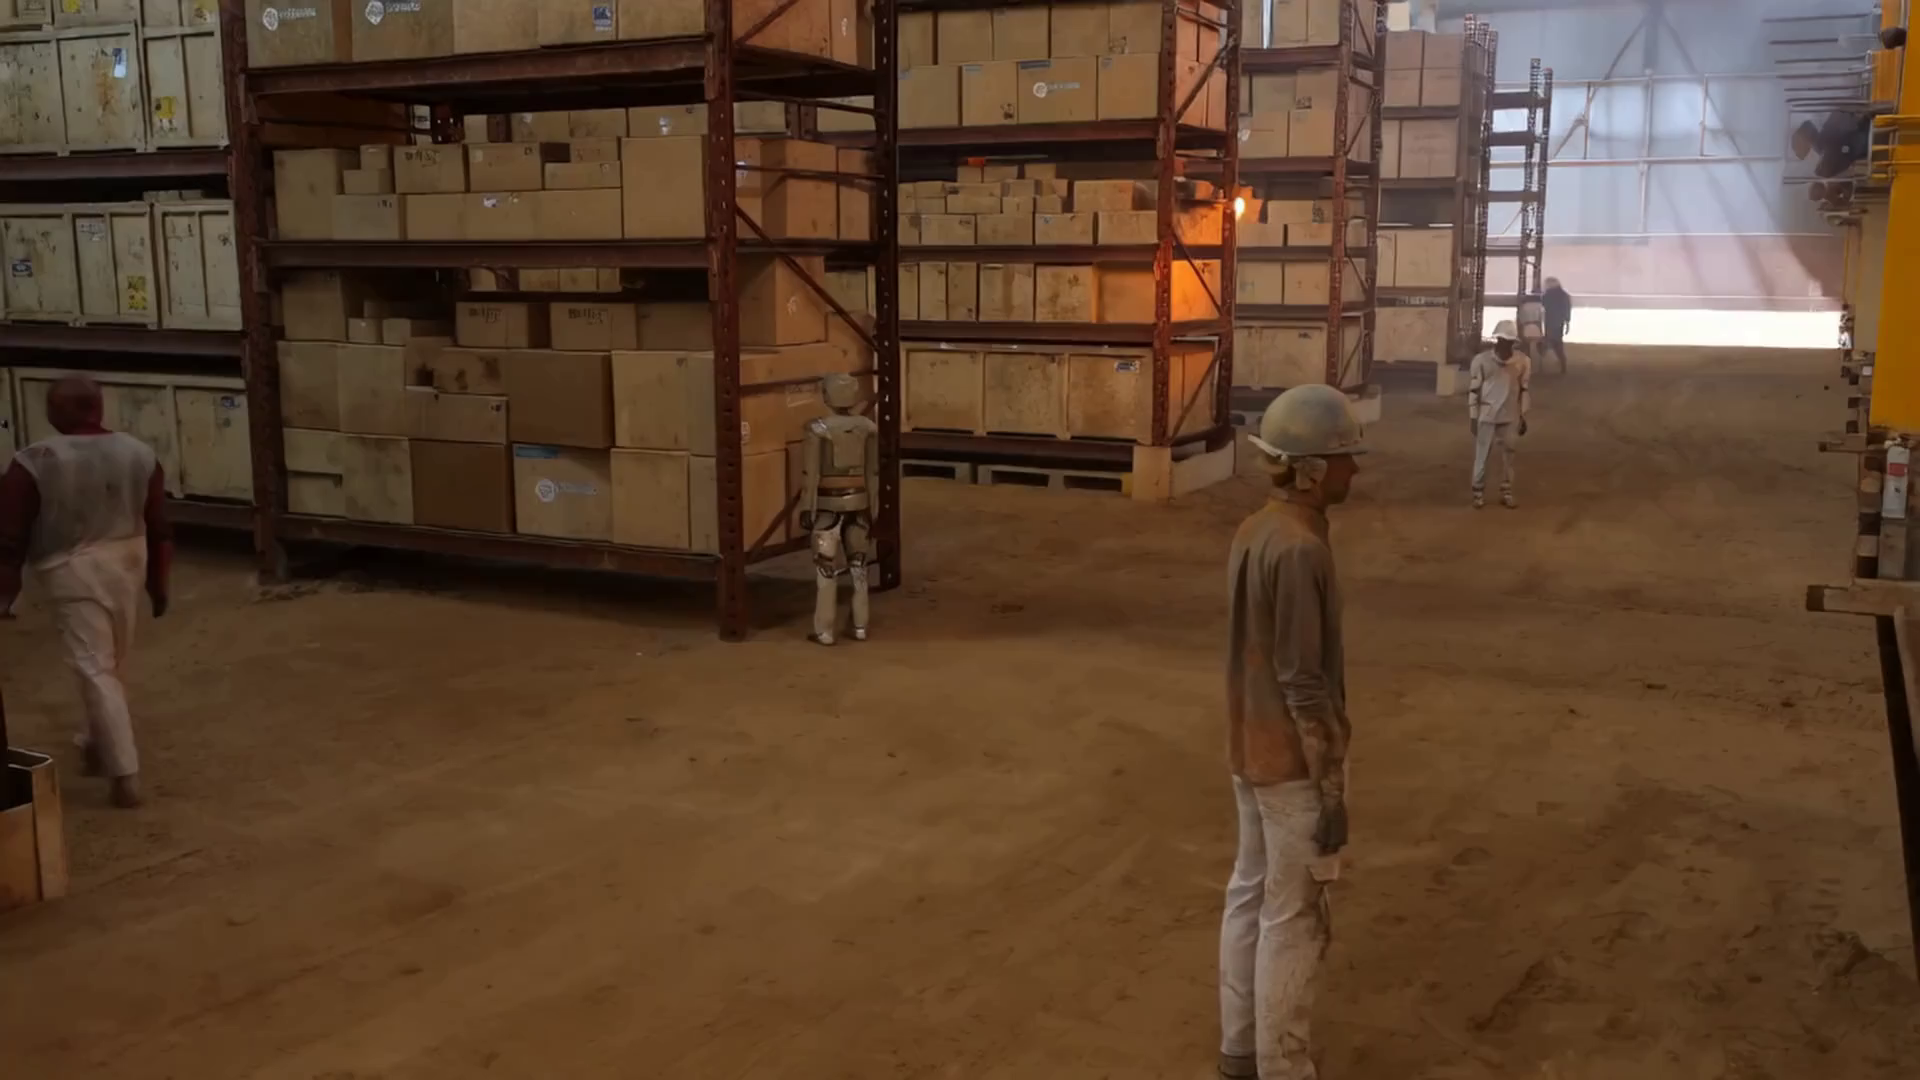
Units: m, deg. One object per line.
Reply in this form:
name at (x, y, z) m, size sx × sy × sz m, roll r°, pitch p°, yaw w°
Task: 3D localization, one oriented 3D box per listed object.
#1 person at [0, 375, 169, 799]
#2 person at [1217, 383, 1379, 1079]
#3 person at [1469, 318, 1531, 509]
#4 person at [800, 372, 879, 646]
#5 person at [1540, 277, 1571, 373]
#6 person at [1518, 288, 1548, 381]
person at (-3.862, 0.185, 7.274) m, size 0.920 × 1.795 × 0.644 m, roll 7°, pitch 12°, yaw 36°
person at (0.895, 0.580, 4.446) m, size 0.378 × 1.996 × 0.611 m, roll -2°, pitch 10°, yaw -9°
person at (4.923, -1.143, 15.155) m, size 0.564 × 1.743 × 0.348 m, roll 0°, pitch 10°, yaw 1°
person at (-0.708, -0.182, 9.918) m, size 0.525 × 1.632 × 0.312 m, roll -7°, pitch 12°, yaw -33°
person at (11.542, -4.183, 32.401) m, size 0.664 × 1.876 × 0.466 m, roll 7°, pitch 12°, yaw 36°
person at (10.488, -3.757, 30.435) m, size 0.495 × 1.690 × 0.874 m, roll 6°, pitch 11°, yaw 31°
